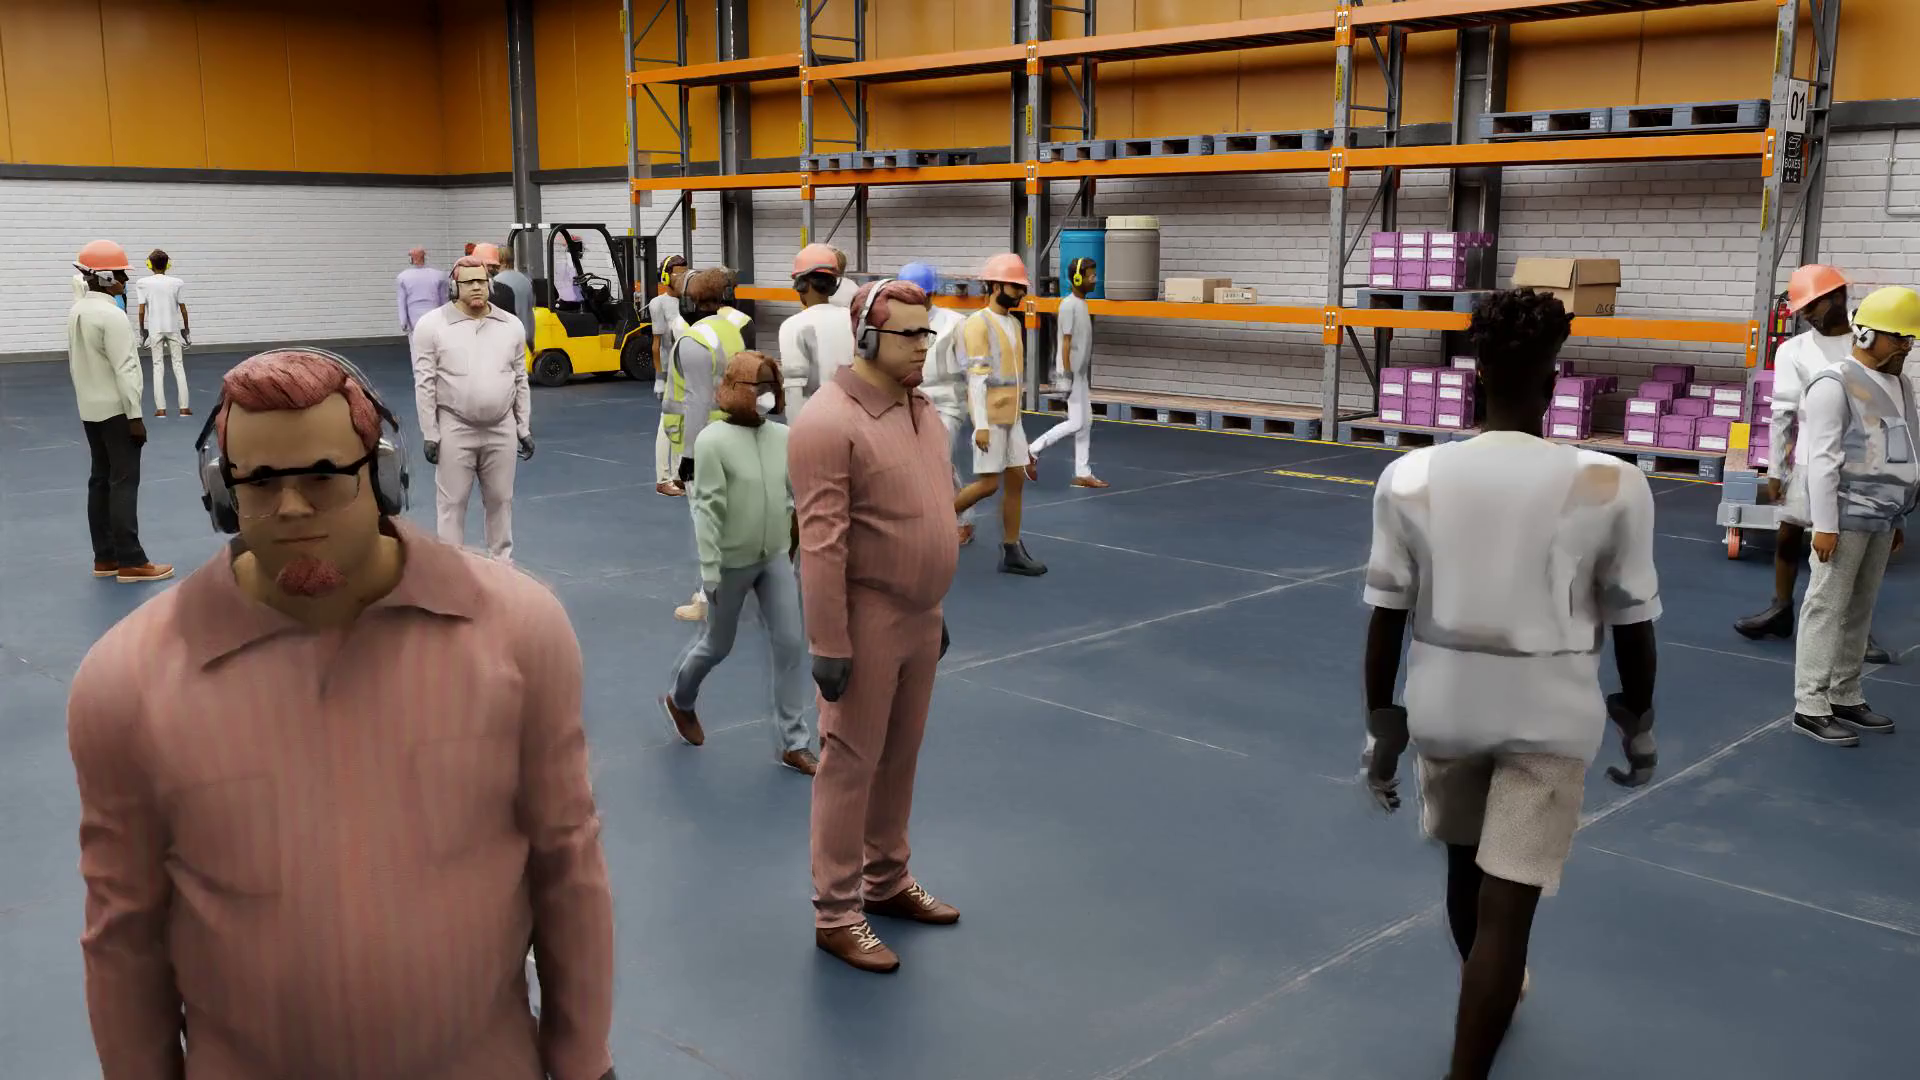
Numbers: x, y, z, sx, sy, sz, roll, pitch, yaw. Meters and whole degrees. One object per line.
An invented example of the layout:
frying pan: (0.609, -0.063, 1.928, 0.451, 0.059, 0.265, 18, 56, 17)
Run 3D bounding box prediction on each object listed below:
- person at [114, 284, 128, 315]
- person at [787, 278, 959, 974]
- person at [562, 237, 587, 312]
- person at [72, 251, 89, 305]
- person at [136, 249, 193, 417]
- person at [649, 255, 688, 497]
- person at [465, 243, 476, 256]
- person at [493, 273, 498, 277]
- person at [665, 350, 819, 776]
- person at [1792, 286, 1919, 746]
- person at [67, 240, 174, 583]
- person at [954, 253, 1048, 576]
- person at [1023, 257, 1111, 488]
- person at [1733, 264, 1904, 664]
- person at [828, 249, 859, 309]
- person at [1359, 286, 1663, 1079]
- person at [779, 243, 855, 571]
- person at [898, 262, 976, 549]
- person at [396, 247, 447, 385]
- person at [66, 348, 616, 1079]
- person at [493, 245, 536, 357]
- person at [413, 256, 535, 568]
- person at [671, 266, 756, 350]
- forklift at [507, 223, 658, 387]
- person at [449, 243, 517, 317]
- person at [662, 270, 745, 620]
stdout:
person: (-13.706, -3.735, 26.847, 0.316, 1.695, 0.541, 9, 14, 40)
person: (-0.202, 0.228, 4.676, 0.403, 1.904, 0.652, 5, 12, 27)
person: (-5.962, -3.759, 26.181, 1.007, 1.986, 0.626, -2, 11, -11)
person: (-11.827, -3.039, 22.690, 0.403, 1.828, 0.596, 5, 12, 25)
person: (-8.872, -2.297, 18.548, 0.538, 1.866, 0.313, -5, 12, -25)
person: (-2.209, -1.282, 13.001, 0.312, 1.869, 0.538, 4, 11, 23)
person: (-8.405, -4.184, 28.792, 0.572, 1.884, 0.354, -2, 11, -11)
person: (-6.549, -3.190, 23.806, 0.491, 1.722, 0.721, 4, 11, 21)
person: (-0.843, 0.068, 6.365, 0.801, 1.605, 0.503, 10, 14, 43)
person: (3.620, -0.098, 6.678, 0.589, 1.822, 0.403, -7, 13, -34)
person: (-4.956, -0.732, 9.747, 0.622, 1.962, 0.380, 8, 13, 38)
person: (0.181, -0.745, 9.930, 0.703, 1.922, 0.567, 7, 12, 33)
person: (0.865, -1.331, 13.311, 0.666, 1.855, 0.537, 3, 11, 18)
person: (4.190, -0.373, 8.021, 0.700, 1.886, 0.425, 5, 11, 25)
person: (-1.192, -1.664, 15.015, 0.989, 1.889, 0.660, 4, 11, 20)
person: (1.242, 0.391, 3.778, 0.610, 1.914, 1.023, 7, 13, 35)
person: (-0.722, -0.611, 9.052, 0.605, 1.997, 1.099, -9, 14, -41)
person: (-0.147, -0.807, 10.454, 0.673, 1.856, 1.040, 8, 13, 36)
person: (-7.110, -2.942, 22.056, 0.639, 1.876, 0.912, -4, 11, -20)
person: (-0.797, 0.682, 2.226, 0.652, 1.888, 0.725, -4, 11, -23)
person: (-4.633, -2.008, 16.813, 0.631, 1.919, 0.661, 5, 11, 23)
person: (-2.665, -0.603, 9.195, 0.637, 1.911, 0.403, -7, 12, -33)
person: (-1.533, -0.823, 10.622, 0.631, 1.831, 0.452, 4, 11, 22)
forklift: (-5.316, -3.263, 22.920, 2.313, 2.155, 1.214, -10, 14, -44)
person: (-4.275, -1.701, 15.090, 0.622, 1.935, 1.032, -7, 13, -34)
person: (-1.351, -0.495, 8.798, 0.430, 1.840, 0.625, 2, 11, 11)
